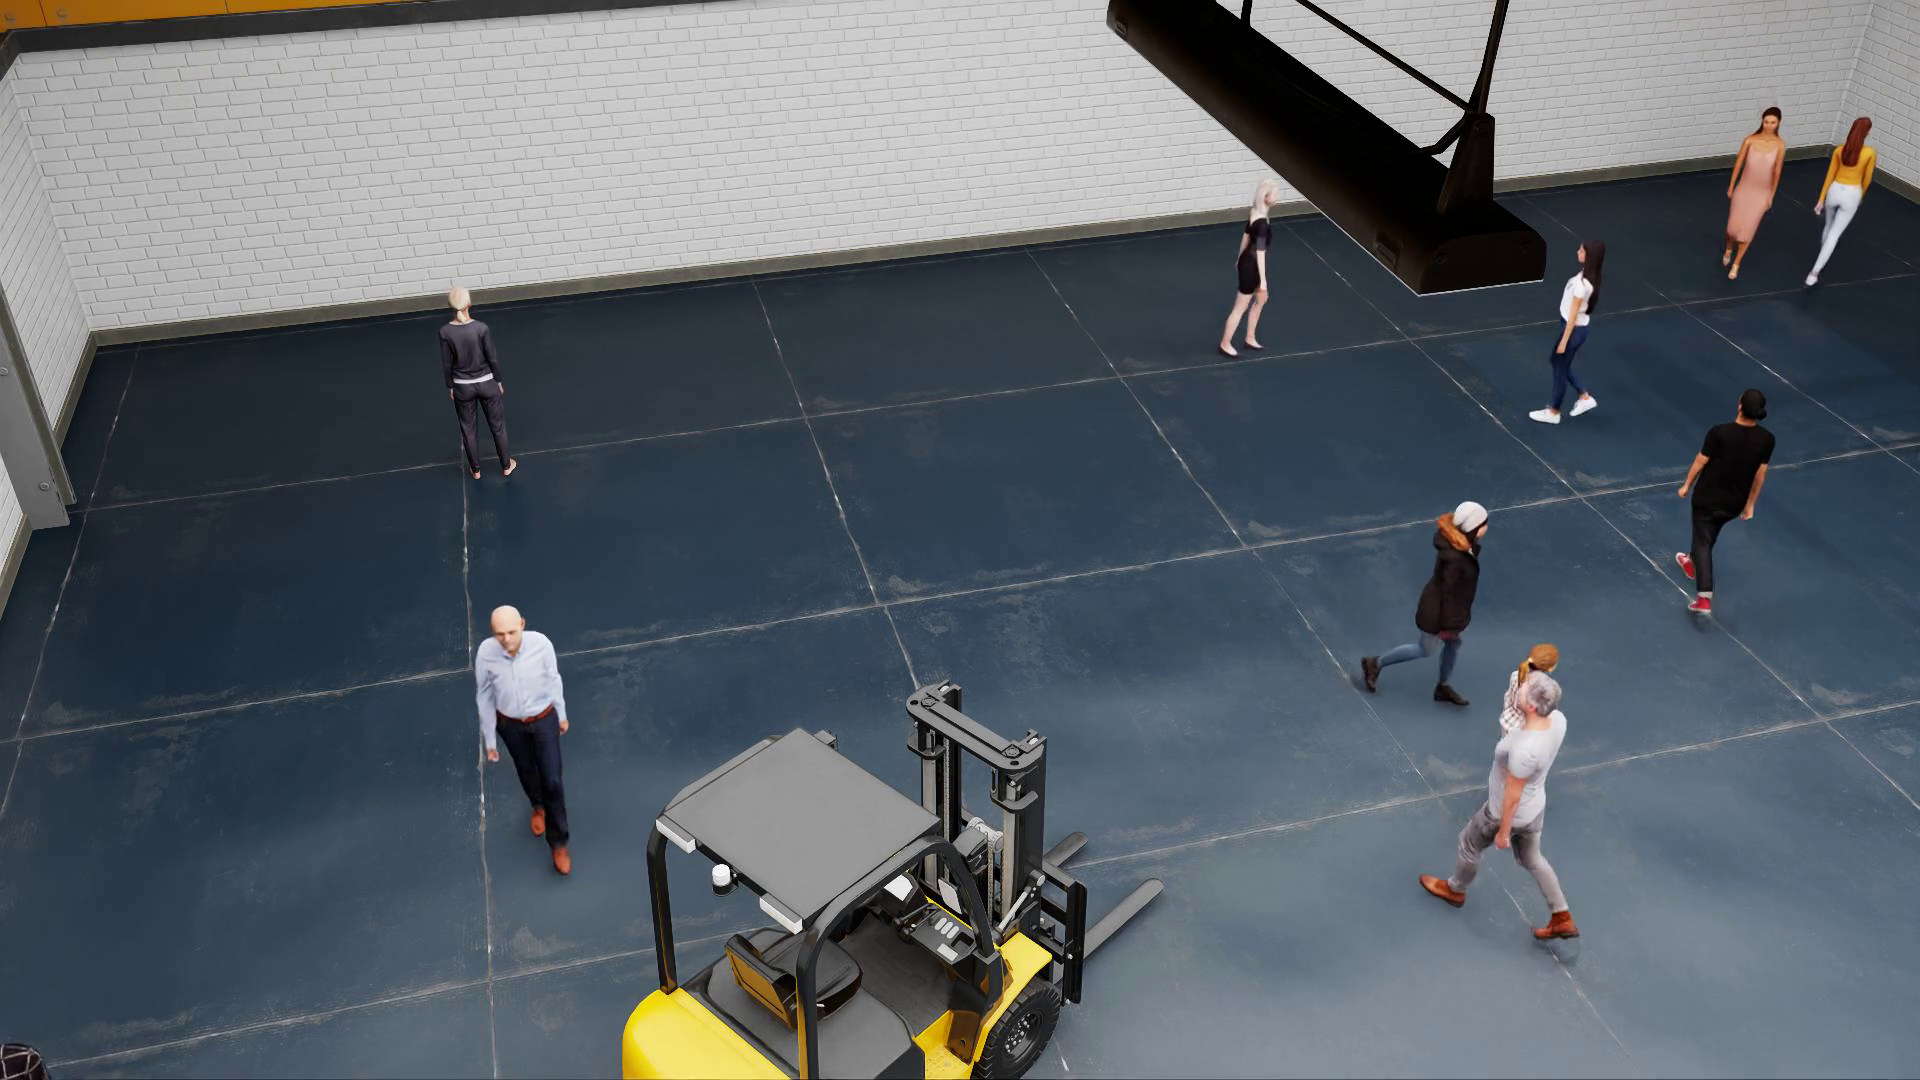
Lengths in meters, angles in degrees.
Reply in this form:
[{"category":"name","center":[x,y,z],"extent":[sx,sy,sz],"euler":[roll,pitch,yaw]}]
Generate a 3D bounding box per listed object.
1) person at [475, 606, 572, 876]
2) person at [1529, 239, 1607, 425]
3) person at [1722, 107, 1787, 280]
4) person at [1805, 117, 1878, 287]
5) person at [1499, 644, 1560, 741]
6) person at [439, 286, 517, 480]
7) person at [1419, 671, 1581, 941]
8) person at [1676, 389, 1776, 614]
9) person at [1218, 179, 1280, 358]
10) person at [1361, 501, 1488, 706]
[{"category":"person","center":[-2.637,1.078,10.113],"extent":[0.678,1.765,0.986],"euler":[-6,34,-9]},{"category":"person","center":[5.389,-1.764,14.389],"extent":[0.892,1.765,0.842],"euler":[15,37,22]},{"category":"person","center":[8.155,-3.588,17.085],"extent":[0.759,1.819,0.819],"euler":[13,36,19]},{"category":"person","center":[8.938,-3.385,16.884],"extent":[1.136,1.703,1.059],"euler":[24,40,31]},{"category":"person","center":[3.444,1.209,10.336],"extent":[0.684,1.300,0.571],"euler":[-22,39,-29]},{"category":"person","center":[-4.004,-1.300,13.726],"extent":[0.607,1.727,0.520],"euler":[-7,34,-10]},{"category":"person","center":[3.215,1.552,9.375],"extent":[1.312,1.792,1.122],"euler":[28,42,35]},{"category":"person","center":[5.572,-0.259,12.152],"extent":[0.875,1.735,1.220],"euler":[1,34,1]},{"category":"person","center":[2.614,-2.495,15.453],"extent":[0.778,1.805,0.737],"euler":[0,34,0]},{"category":"person","center":[3.185,0.442,11.210],"extent":[1.077,1.611,1.036],"euler":[18,38,25]}]
